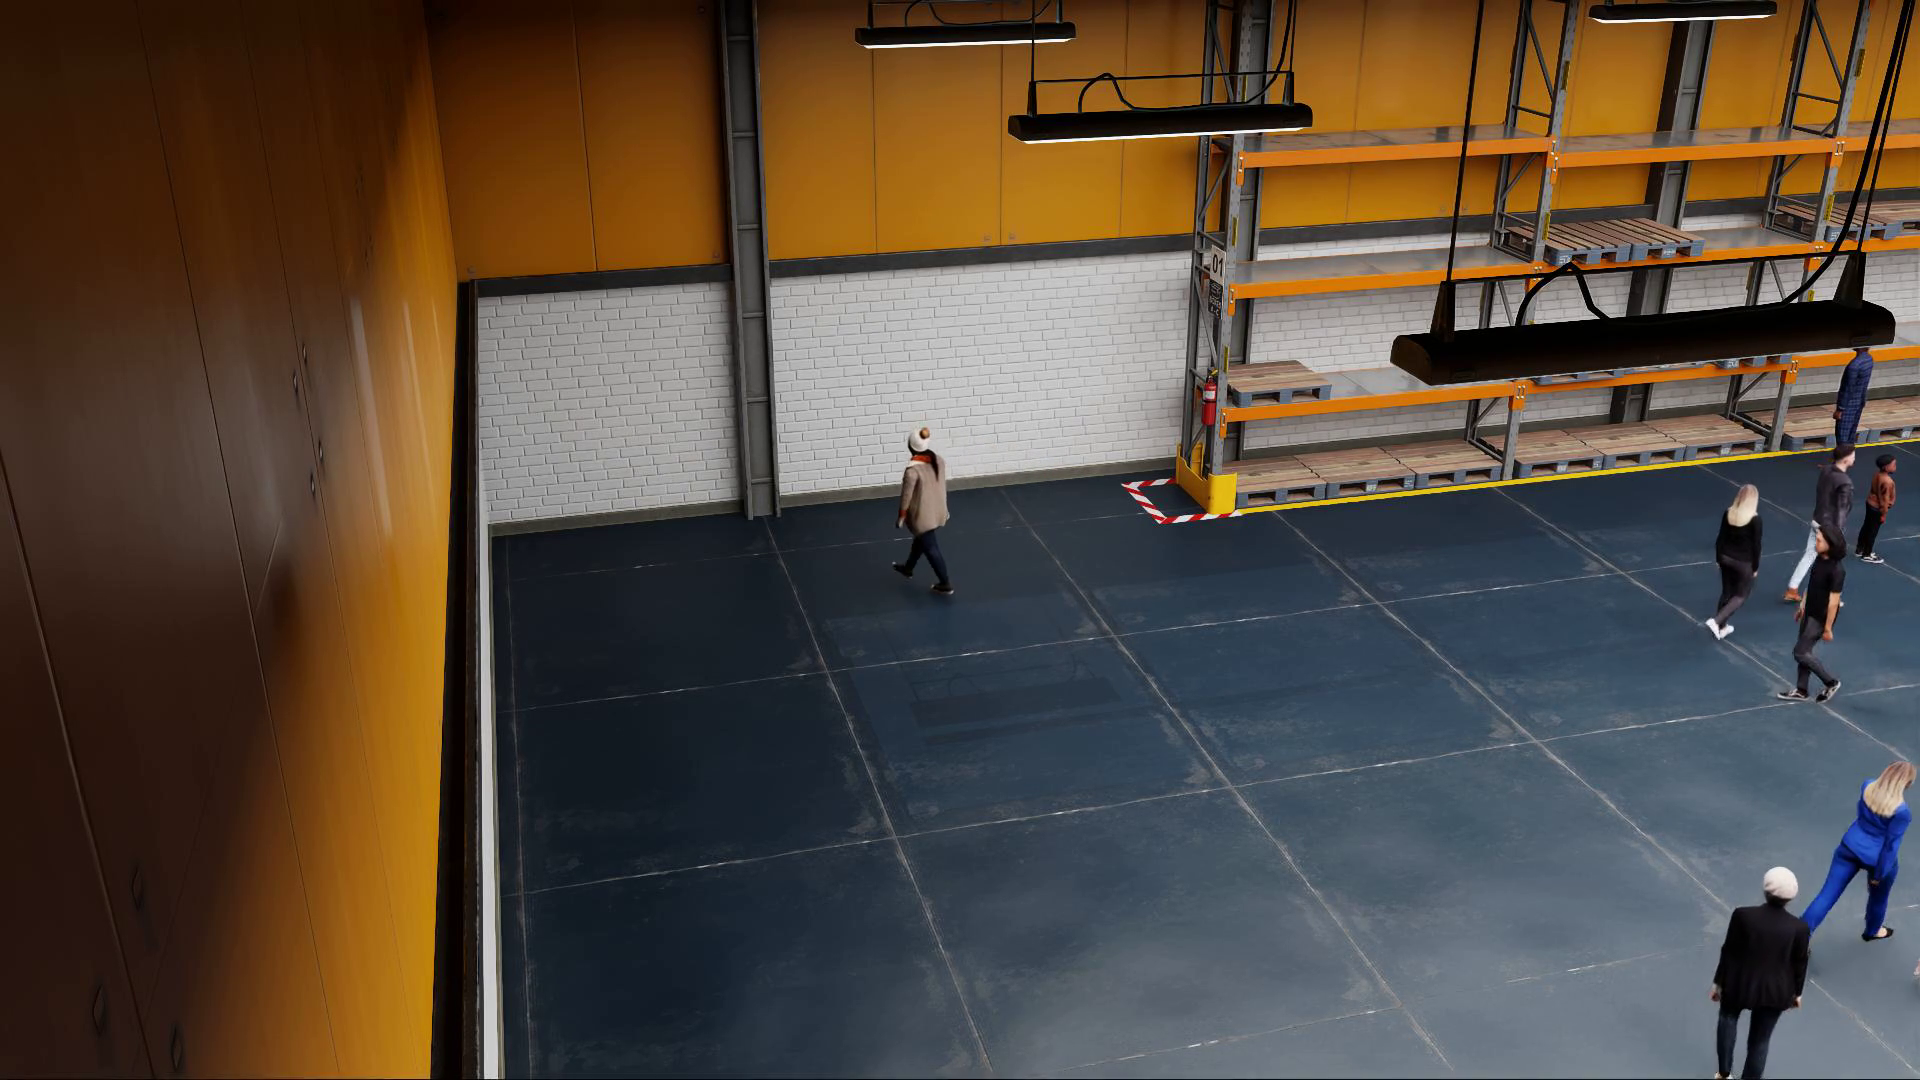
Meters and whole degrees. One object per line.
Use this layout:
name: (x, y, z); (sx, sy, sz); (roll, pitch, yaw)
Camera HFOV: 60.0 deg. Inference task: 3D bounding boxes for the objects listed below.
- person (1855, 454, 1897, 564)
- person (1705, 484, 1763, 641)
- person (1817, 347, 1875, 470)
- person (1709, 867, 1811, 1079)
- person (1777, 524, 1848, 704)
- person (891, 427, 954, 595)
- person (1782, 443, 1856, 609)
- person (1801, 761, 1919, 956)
person: (10.272, -0.372, 18.643); (0.585, 1.254, 0.585); (3, 24, 7)
person: (7.730, 0.267, 16.659); (0.920, 1.672, 0.772); (-15, 28, -30)
person: (11.305, -1.750, 21.089); (0.706, 1.820, 0.818); (-20, 31, -38)
person: (4.962, 2.869, 10.320); (0.892, 1.770, 0.868); (12, 26, 25)
person: (8.084, 0.715, 15.481); (0.869, 1.794, 0.802); (5, 24, 10)
person: (-0.306, -0.282, 17.699); (1.193, 1.844, 1.214); (18, 29, 35)
person: (9.042, -0.157, 17.421); (0.847, 1.839, 0.709); (-3, 24, -8)
person: (6.433, 2.331, 11.957); (1.230, 1.656, 0.767); (-11, 26, -23)
